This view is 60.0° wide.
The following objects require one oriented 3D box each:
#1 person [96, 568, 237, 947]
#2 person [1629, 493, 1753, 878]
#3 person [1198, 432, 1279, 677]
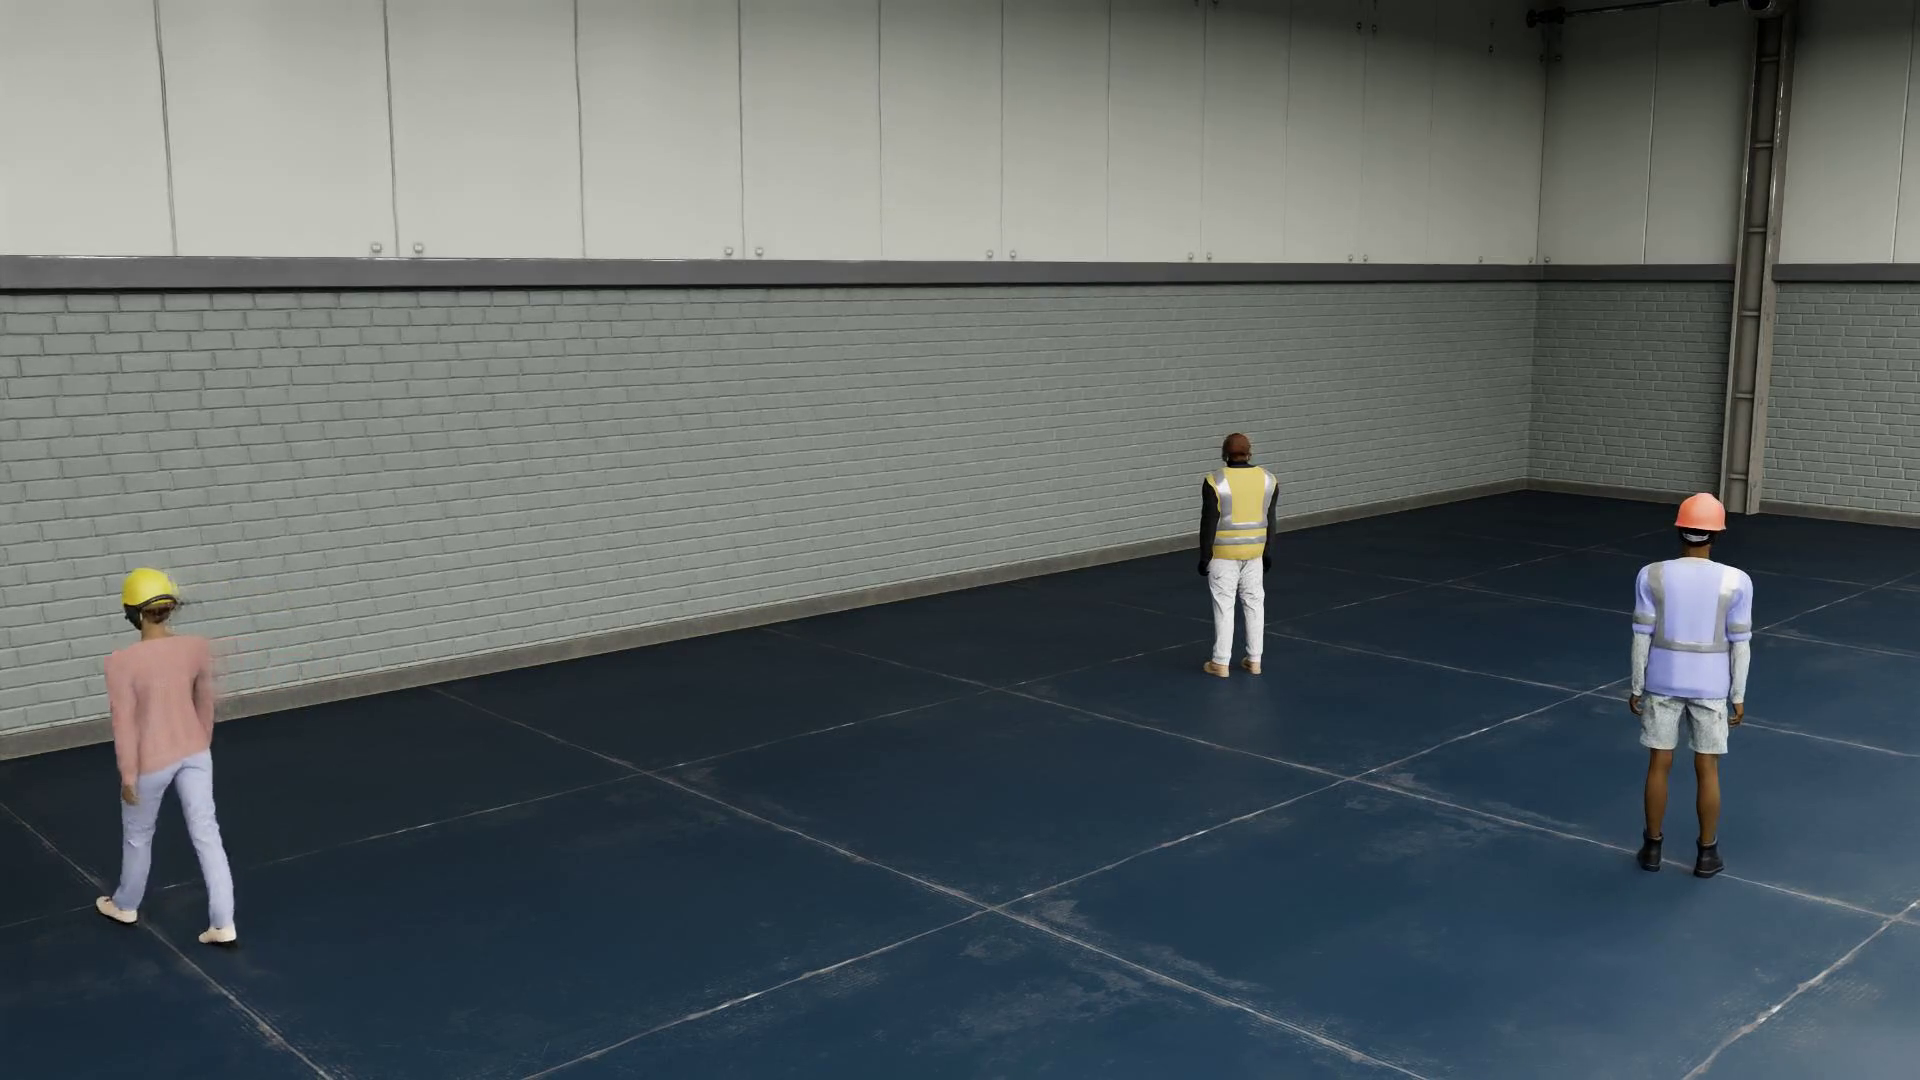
[{"bbox_3d":[-3.609,0.972,7.536,0.935,1.708,0.539,6,11,32],"label":"person"},{"bbox_3d":[3.668,0.725,8.386,0.549,1.936,0.376,5,10,26],"label":"person"},{"bbox_3d":[2.069,0.109,12.518,0.634,1.839,0.429,-3,10,-18],"label":"person"}]
